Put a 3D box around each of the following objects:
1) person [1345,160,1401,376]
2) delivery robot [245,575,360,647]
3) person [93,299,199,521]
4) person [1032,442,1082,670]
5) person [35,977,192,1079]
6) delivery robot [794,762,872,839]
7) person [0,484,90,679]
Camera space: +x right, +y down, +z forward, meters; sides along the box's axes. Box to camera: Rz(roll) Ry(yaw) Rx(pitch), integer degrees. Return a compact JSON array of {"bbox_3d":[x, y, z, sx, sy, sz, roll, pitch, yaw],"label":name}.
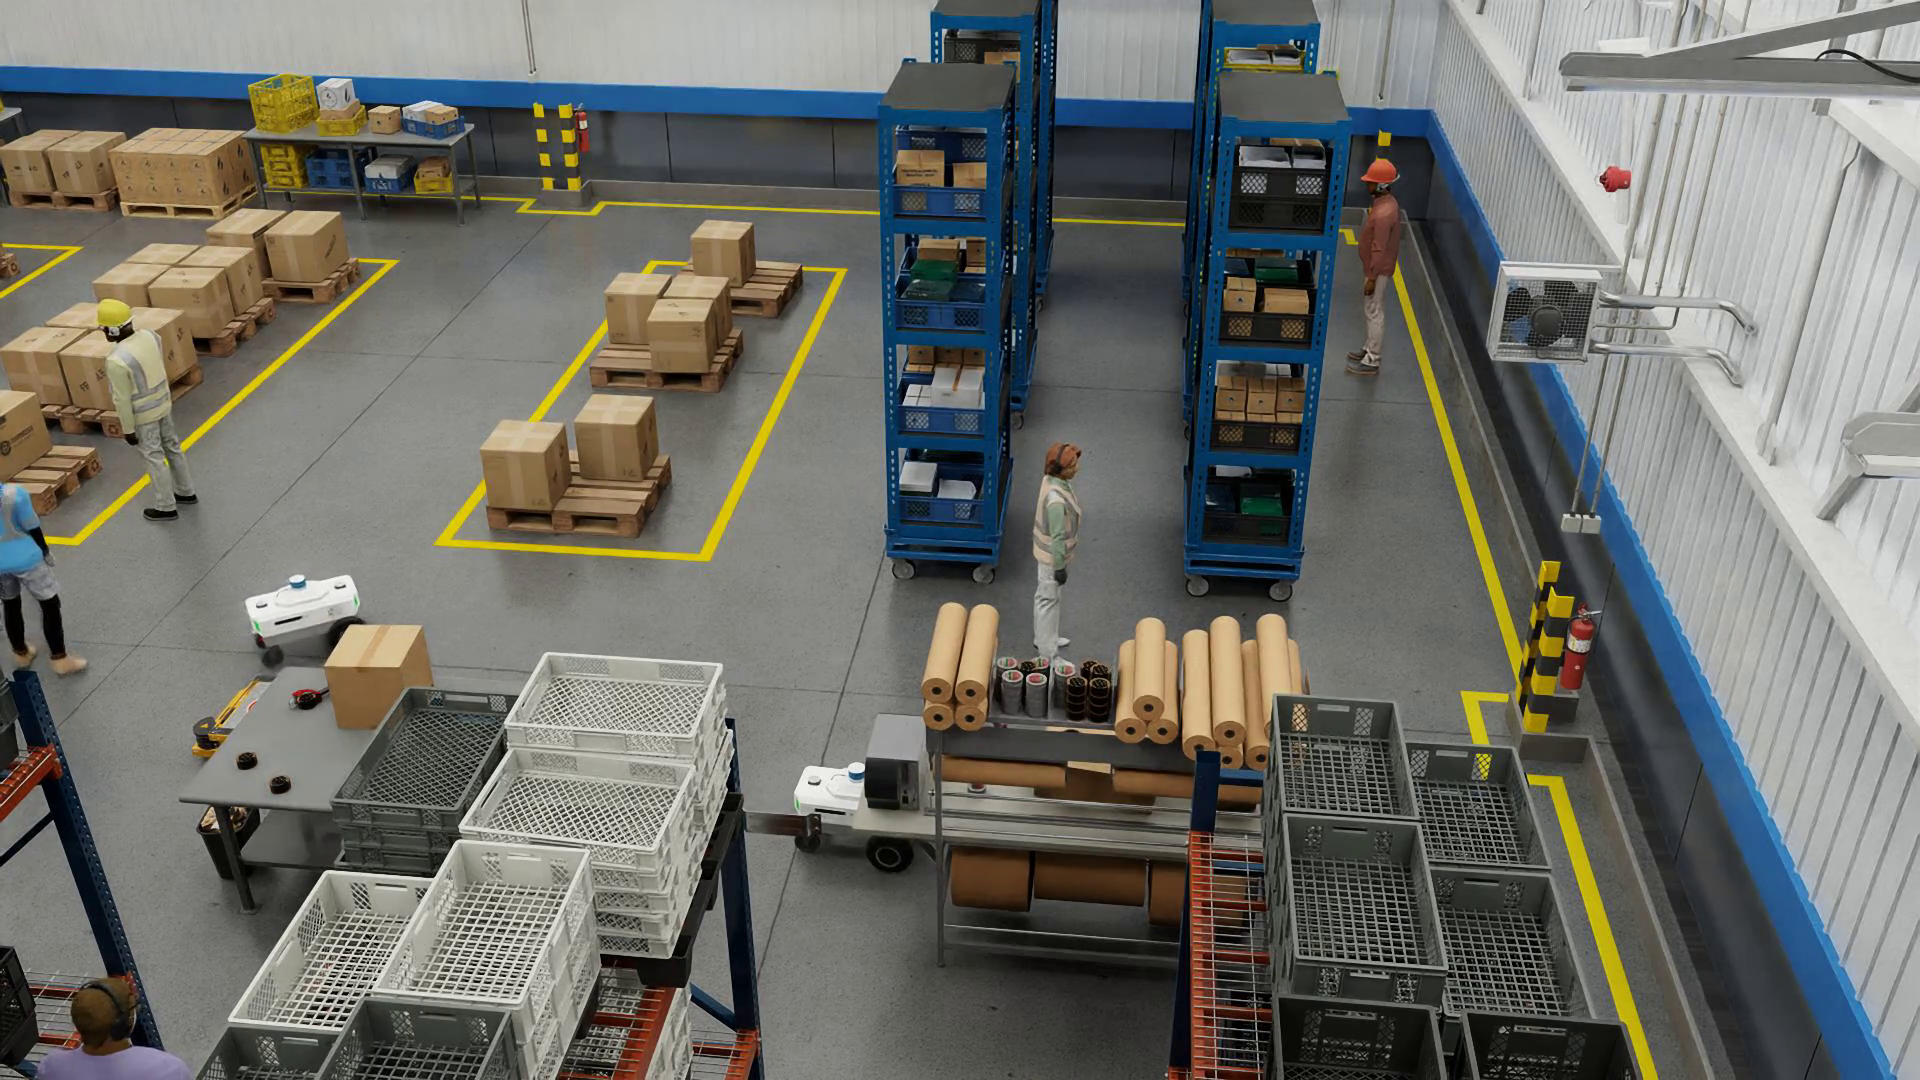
[{"bbox_3d":[3.793,-2.509,15.272,0.409,1.986,0.618,7,31,12],"label":"person"},{"bbox_3d":[-4.526,0.470,11.470,0.707,0.478,0.477,-15,34,-24],"label":"delivery robot"},{"bbox_3d":[-6.302,-1.006,12.845,0.403,1.827,0.595,4,30,7],"label":"person"},{"bbox_3d":[0.639,0.095,11.133,0.314,1.637,0.514,0,30,0],"label":"person"},{"bbox_3d":[-3.234,2.522,6.675,0.627,1.933,0.371,2,30,3],"label":"person"},{"bbox_3d":[-0.595,1.515,9.674,0.707,0.478,0.477,6,31,10],"label":"delivery robot"},{"bbox_3d":[-6.251,0.160,10.979,0.677,1.677,0.473,1,30,1],"label":"person"}]
